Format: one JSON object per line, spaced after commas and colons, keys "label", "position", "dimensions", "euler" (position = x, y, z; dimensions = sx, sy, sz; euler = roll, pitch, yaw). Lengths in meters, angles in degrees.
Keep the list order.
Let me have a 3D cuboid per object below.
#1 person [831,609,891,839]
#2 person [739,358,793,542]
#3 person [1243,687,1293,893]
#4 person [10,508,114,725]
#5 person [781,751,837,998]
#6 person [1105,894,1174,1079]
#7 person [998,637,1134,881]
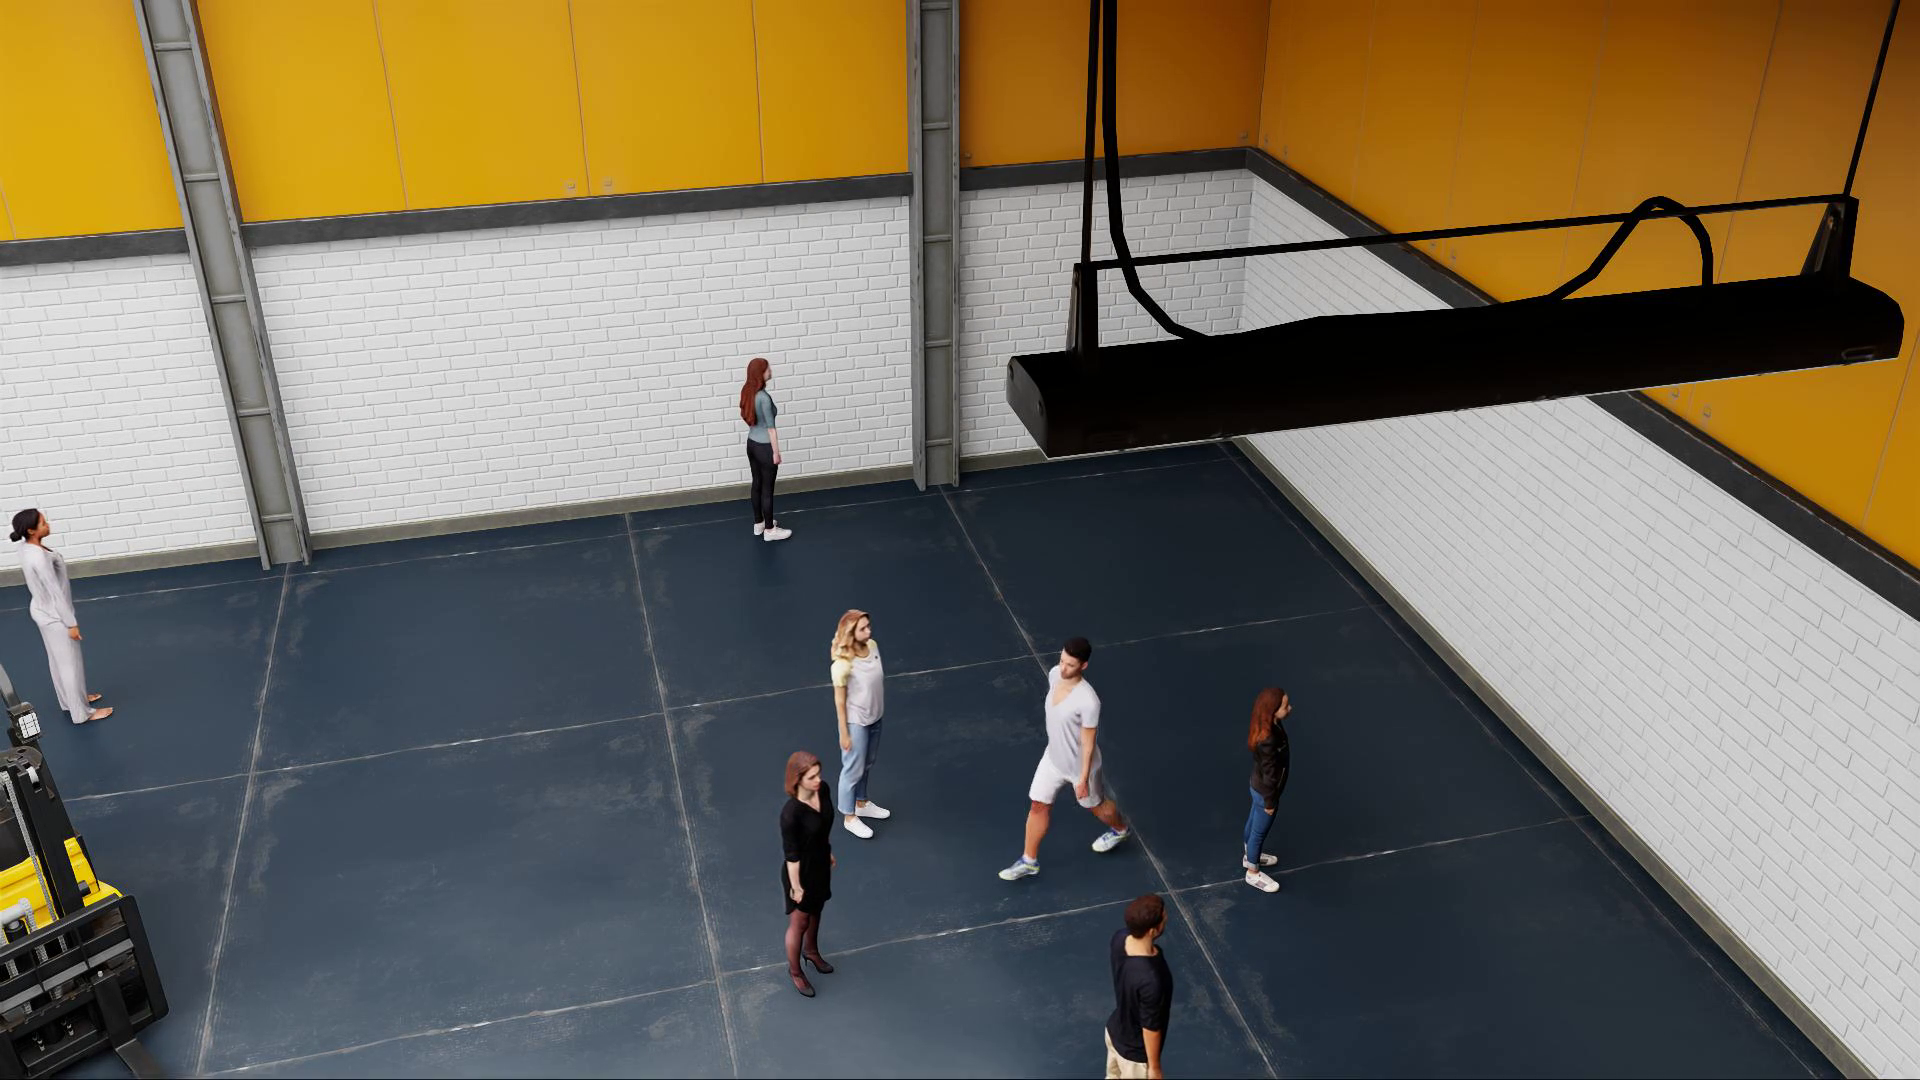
{"label": "person", "position": [-0.683, 1.214, 11.210], "dimensions": [0.755, 1.723, 0.710], "euler": [13, 31, 23]}
{"label": "person", "position": [-1.770, -0.816, 14.911], "dimensions": [0.649, 1.743, 0.645], "euler": [-19, 34, -31]}
{"label": "person", "position": [1.980, 1.581, 10.787], "dimensions": [0.621, 1.484, 0.626], "euler": [3, 29, 5]}
{"label": "person", "position": [-6.759, 0.552, 12.410], "dimensions": [0.699, 1.736, 0.713], "euler": [-24, 37, -37]}
{"label": "person", "position": [-0.906, 1.956, 9.869], "dimensions": [0.701, 1.705, 0.652], "euler": [14, 32, 24]}
{"label": "person", "position": [0.889, 2.579, 8.573], "dimensions": [0.550, 1.851, 0.639], "euler": [-8, 30, -15]}
{"label": "person", "position": [0.820, 1.395, 10.791], "dimensions": [1.323, 1.805, 0.934], "euler": [-15, 32, -25]}
